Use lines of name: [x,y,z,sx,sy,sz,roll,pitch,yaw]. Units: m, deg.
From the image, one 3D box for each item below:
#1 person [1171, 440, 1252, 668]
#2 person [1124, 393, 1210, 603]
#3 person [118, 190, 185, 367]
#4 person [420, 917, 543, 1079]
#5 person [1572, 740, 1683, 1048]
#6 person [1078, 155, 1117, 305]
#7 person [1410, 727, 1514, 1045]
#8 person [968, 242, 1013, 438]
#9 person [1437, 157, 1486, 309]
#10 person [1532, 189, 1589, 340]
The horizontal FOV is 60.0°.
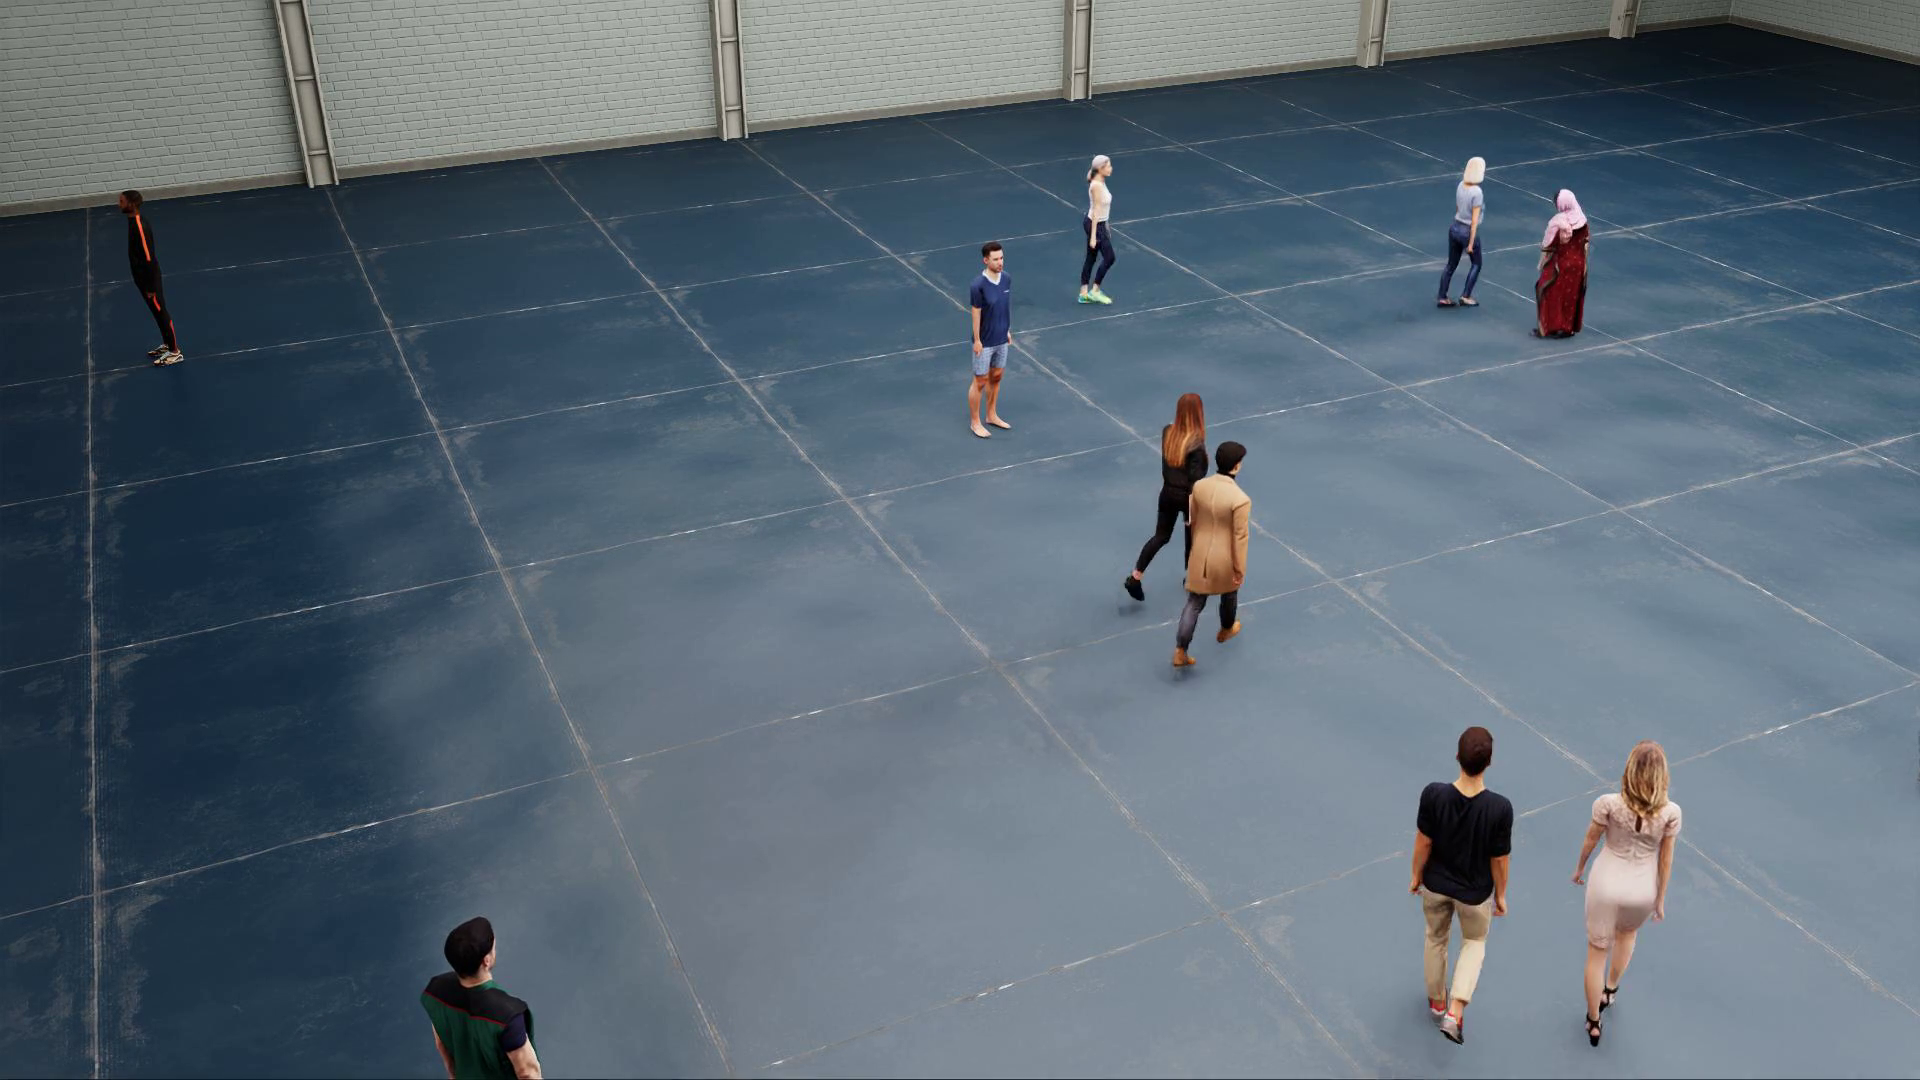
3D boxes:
person: [1.761,0.144,11.842,1.029,1.688,1.232,19,33,31]
person: [1.603,-0.294,12.666,1.153,1.687,0.780,-20,34,-33]
person: [-8.324,-2.706,17.065,0.560,1.808,0.653,-16,32,-28]
person: [-2.029,2.444,7.296,0.765,1.901,0.801,13,31,22]
person: [3.370,1.861,8.483,0.776,1.814,0.836,8,29,15]
person: [1.430,-3.457,18.601,0.799,1.691,0.766,3,28,6]
person: [2.532,1.832,8.516,0.939,1.835,1.005,13,31,22]
person: [0.275,-1.893,15.497,0.595,1.848,0.737,-23,35,-36]
person: [5.517,-3.372,18.428,0.662,1.703,0.576,-13,31,-23]
person: [6.444,-2.934,17.711,0.670,1.604,0.826,2,28,5]
